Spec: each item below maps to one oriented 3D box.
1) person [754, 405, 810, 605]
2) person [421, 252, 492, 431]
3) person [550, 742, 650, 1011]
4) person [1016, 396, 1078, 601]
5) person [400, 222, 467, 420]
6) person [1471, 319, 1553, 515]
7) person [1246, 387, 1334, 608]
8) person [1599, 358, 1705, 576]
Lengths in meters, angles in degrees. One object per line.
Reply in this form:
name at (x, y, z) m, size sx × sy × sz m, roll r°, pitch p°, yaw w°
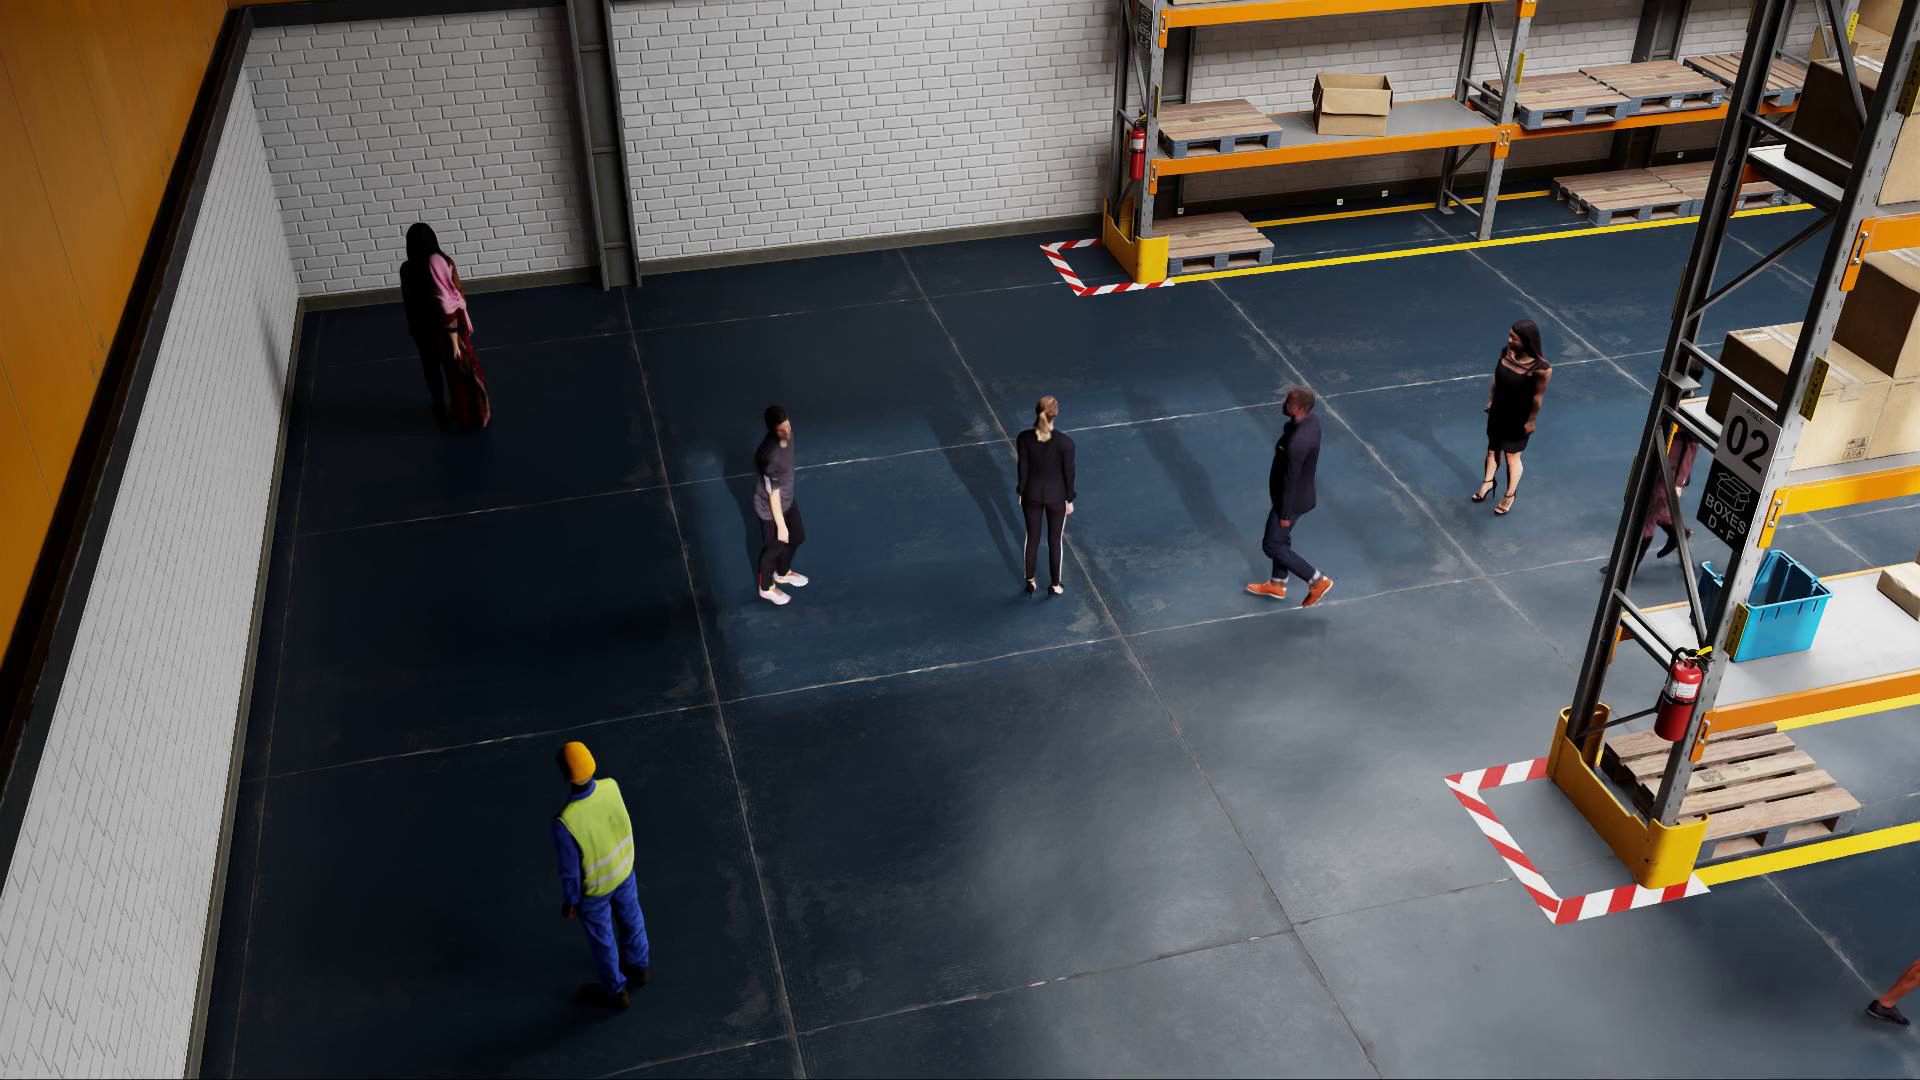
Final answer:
person at (-1.380, -0.263, 12.202) m, size 0.831 × 1.725 × 0.810 m, roll 4°, pitch 34°, yaw 5°
person at (-4.449, -1.736, 14.499) m, size 0.671 × 1.635 × 0.707 m, roll -11°, pitch 35°, yaw -15°
person at (-1.949, 1.811, 9.003) m, size 0.818 × 1.812 × 0.739 m, roll 21°, pitch 39°, yaw 29°
person at (0.624, -0.298, 12.270) m, size 0.642 × 1.707 × 0.752 m, roll 8°, pitch 34°, yaw 12°
person at (-4.608, -1.939, 14.641) m, size 0.573 × 1.816 × 0.762 m, roll -12°, pitch 35°, yaw -18°
person at (4.416, -0.991, 13.305) m, size 0.681 × 1.715 × 0.718 m, roll -17°, pitch 37°, yaw -24°
person at (2.497, -0.286, 12.161) m, size 1.032 × 1.808 × 0.941 m, roll 10°, pitch 35°, yaw 15°
person at (5.361, -0.533, 12.496) m, size 1.009 × 1.847 × 0.753 m, roll -5°, pitch 34°, yaw -7°
